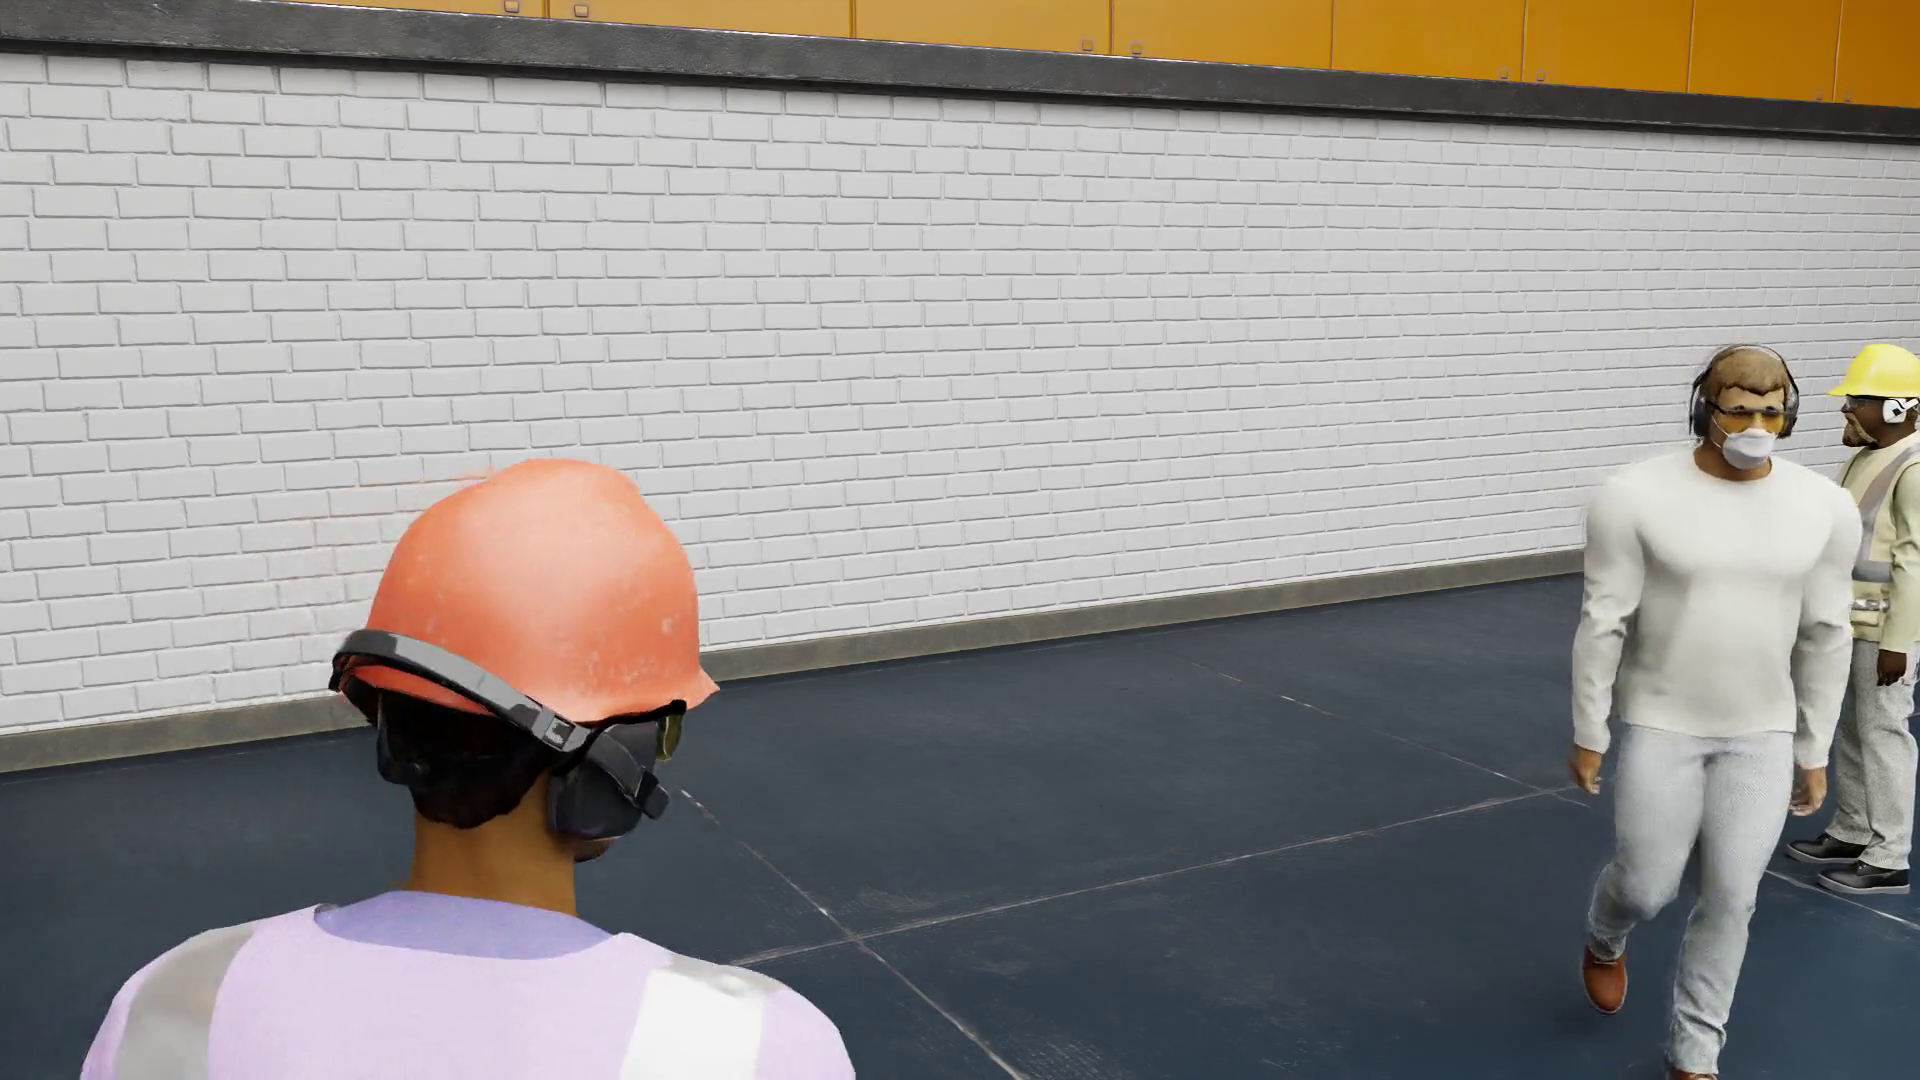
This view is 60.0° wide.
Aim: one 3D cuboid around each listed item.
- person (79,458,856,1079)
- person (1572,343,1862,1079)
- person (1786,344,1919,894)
[{"bbox_3d":[-0.388,0.941,1.271,0.618,1.978,1.094,3,10,15],"label":"person"},{"bbox_3d":[1.841,0.460,4.173,0.637,1.919,0.627,1,10,7],"label":"person"},{"bbox_3d":[3.049,0.261,5.575,0.403,1.826,0.596,2,10,9],"label":"person"}]
